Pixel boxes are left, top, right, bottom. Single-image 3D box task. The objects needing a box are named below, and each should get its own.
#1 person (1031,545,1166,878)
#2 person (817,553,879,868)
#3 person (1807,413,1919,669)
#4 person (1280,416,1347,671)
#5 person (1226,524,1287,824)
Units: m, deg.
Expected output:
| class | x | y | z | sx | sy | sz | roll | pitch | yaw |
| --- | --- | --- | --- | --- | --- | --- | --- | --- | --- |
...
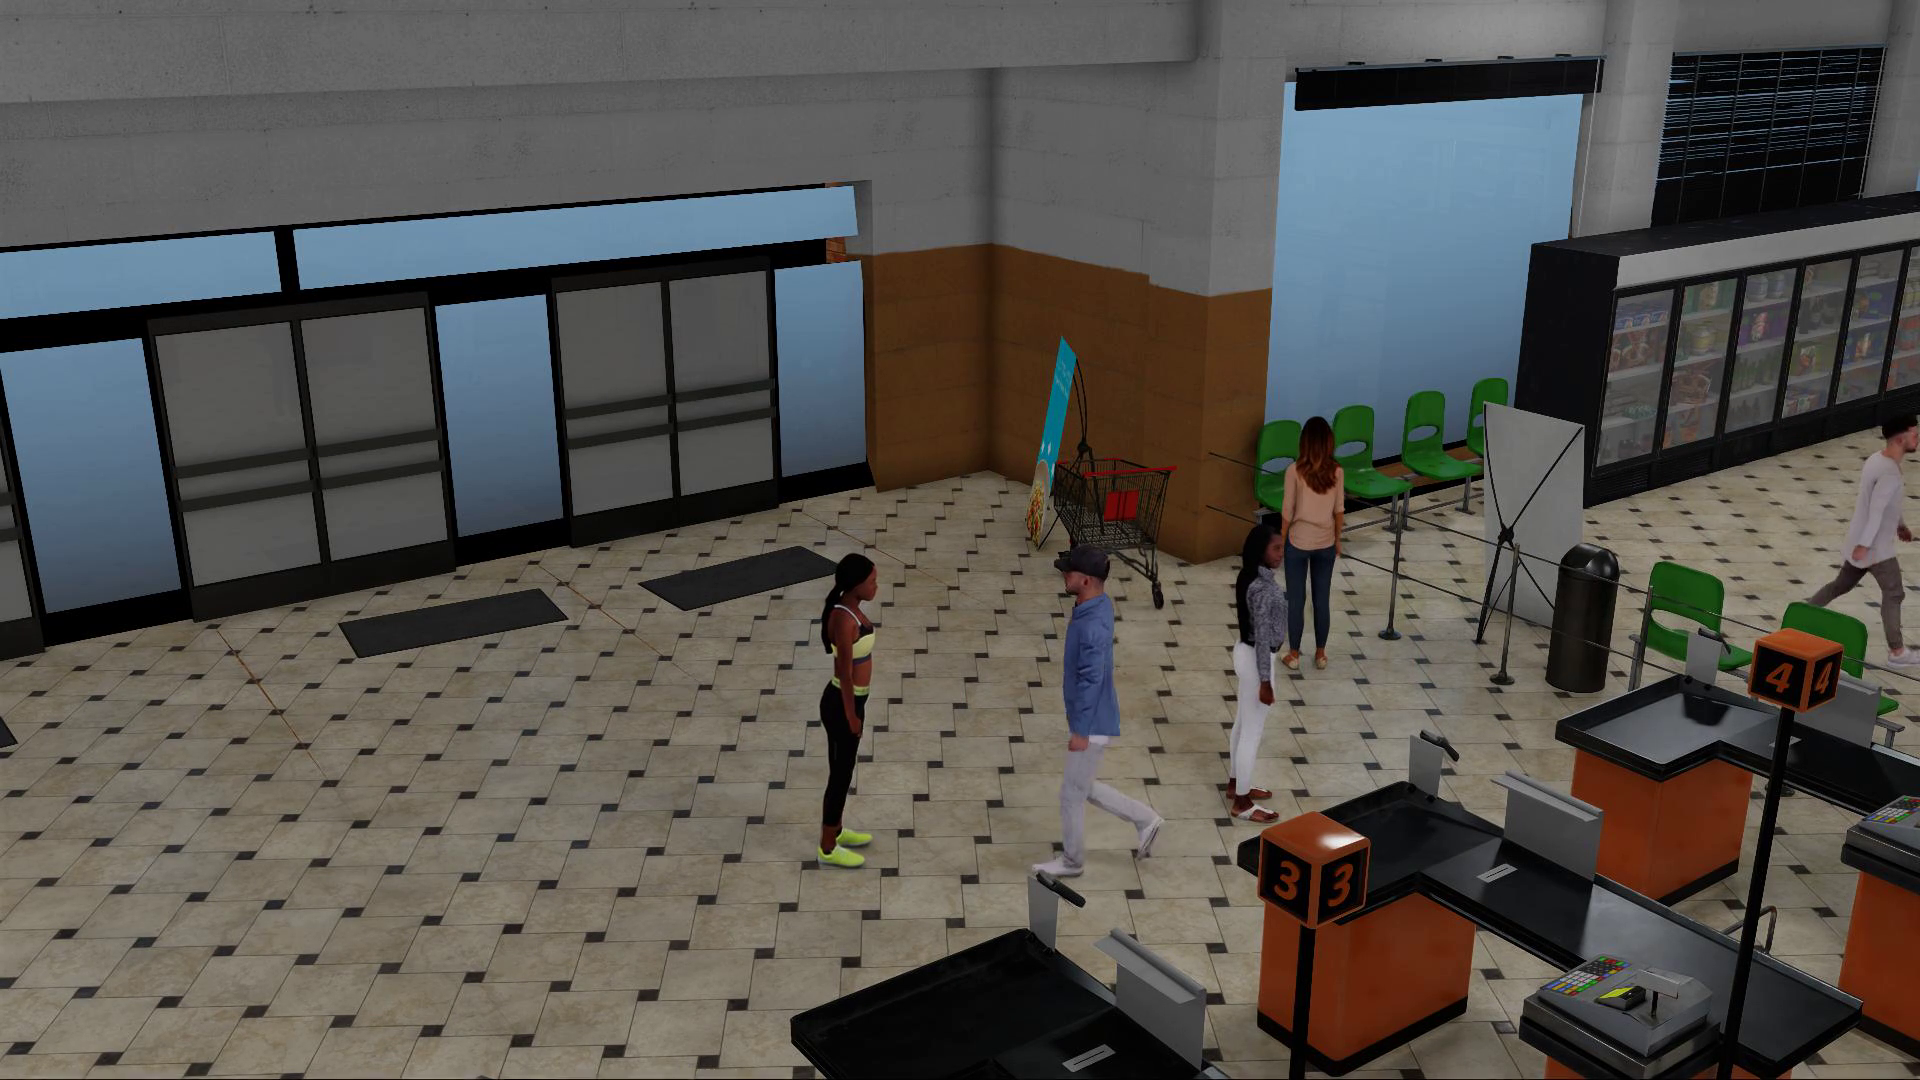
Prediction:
| class | x | y | z | sx | sy | sz | roll | pitch | yaw |
| --- | --- | --- | --- | --- | --- | --- | --- | --- | --- |
| person | 0.754 | 0.929 | 8.659 | 1.043 | 1.870 | 1.008 | 2 | 19 | 7 |
| person | -0.629 | 0.907 | 8.918 | 0.721 | 1.746 | 0.656 | 2 | 19 | 5 |
| person | 6.219 | 0.003 | 11.516 | 1.245 | 1.799 | 1.130 | 5 | 19 | 15 |
| person | 2.414 | 0.029 | 11.454 | 0.676 | 1.789 | 0.695 | -1 | 19 | -2 |
| person | 1.678 | 0.736 | 9.462 | 0.731 | 1.723 | 0.656 | 2 | 19 | 6 |
